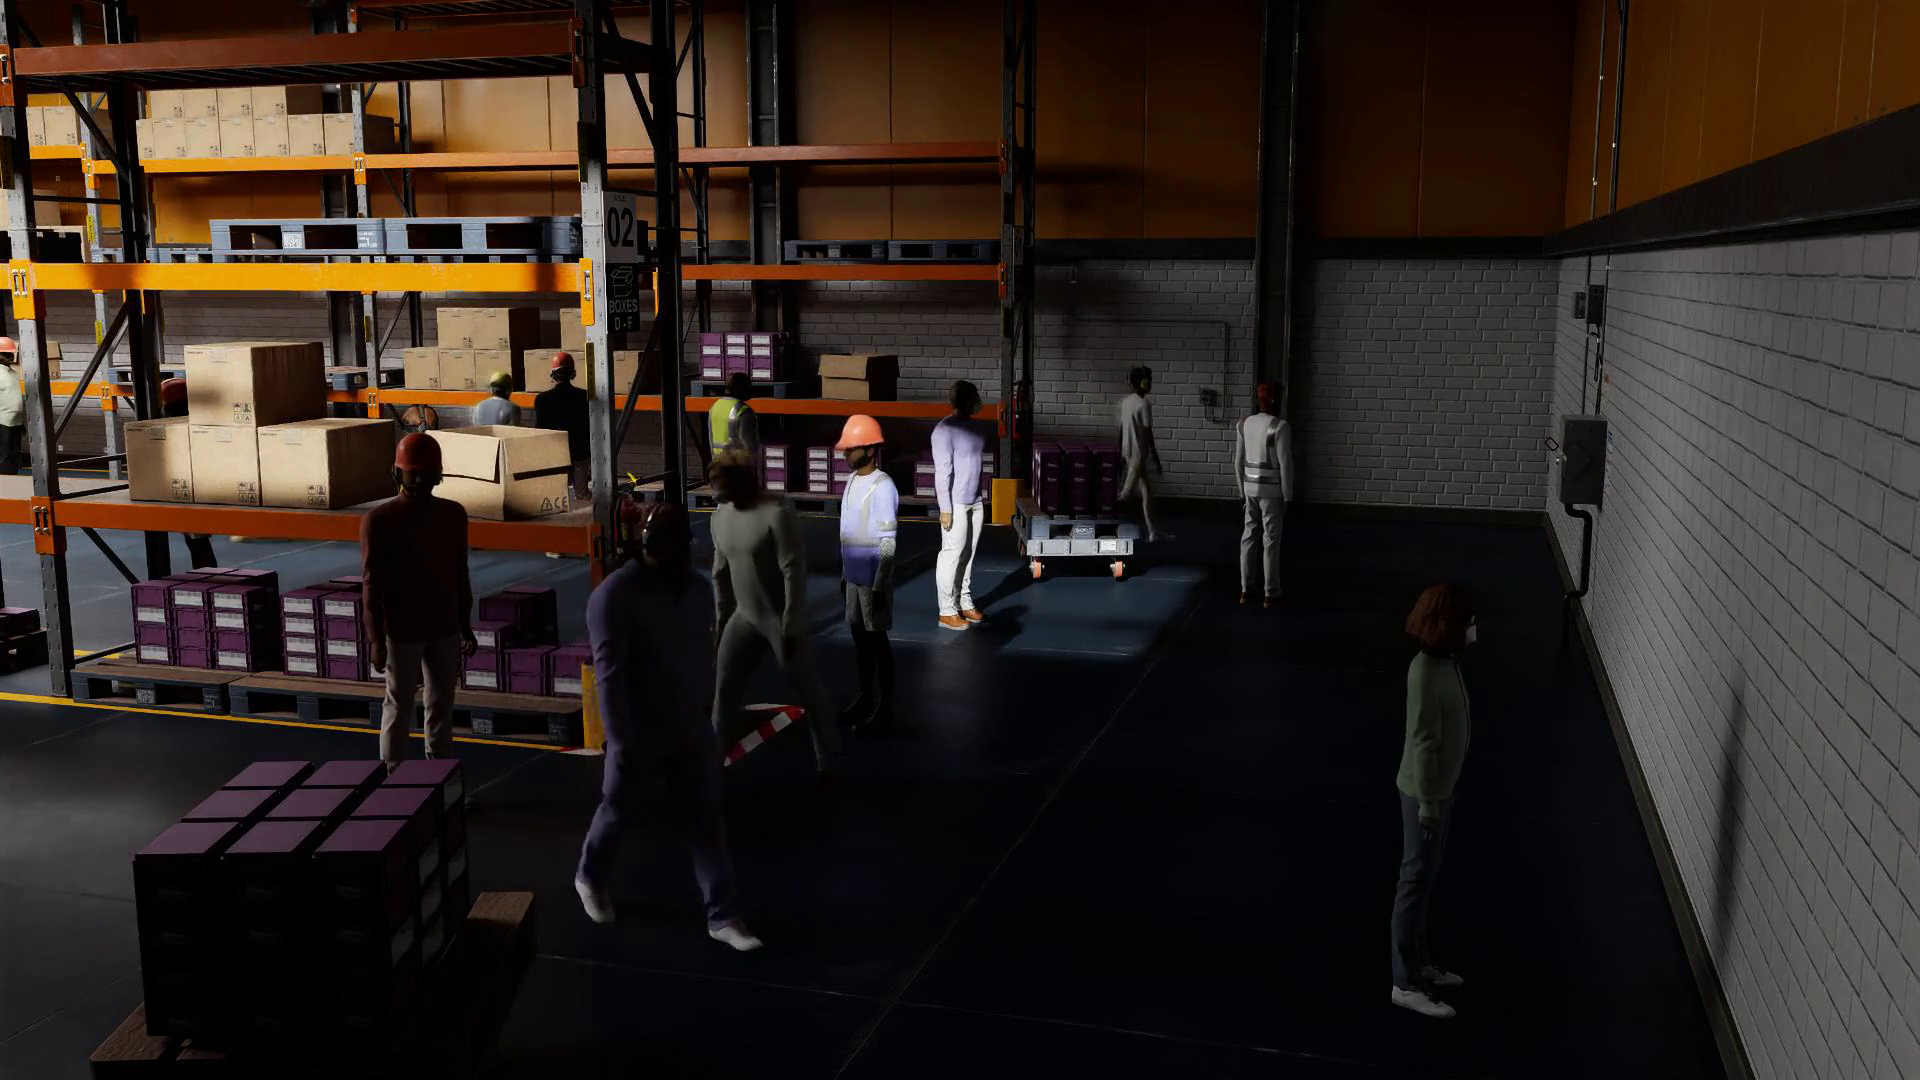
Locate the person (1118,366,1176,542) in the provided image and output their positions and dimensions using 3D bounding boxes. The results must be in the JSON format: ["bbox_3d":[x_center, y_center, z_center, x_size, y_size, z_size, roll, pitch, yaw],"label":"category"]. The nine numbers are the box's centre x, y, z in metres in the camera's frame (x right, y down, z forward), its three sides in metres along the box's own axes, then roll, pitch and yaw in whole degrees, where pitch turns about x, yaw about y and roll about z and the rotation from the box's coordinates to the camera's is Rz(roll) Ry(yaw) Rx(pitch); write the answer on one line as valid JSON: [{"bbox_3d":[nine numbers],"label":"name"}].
[{"bbox_3d":[1.746,-0.839,16.753,0.963,1.832,0.523,-3,10,-17],"label":"person"}]

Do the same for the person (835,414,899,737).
[{"bbox_3d":[-0.578,0.208,10.024,0.355,1.938,0.544,-5,11,-30],"label":"person"}]

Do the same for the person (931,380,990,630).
[{"bbox_3d":[0.016,-0.279,12.985,0.358,1.939,0.636,5,11,30],"label":"person"}]

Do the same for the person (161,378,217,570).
[{"bbox_3d":[-6.209,-0.339,13.388,0.369,1.929,0.542,-8,12,-39],"label":"person"}]

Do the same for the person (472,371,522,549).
[{"bbox_3d":[-4.626,-0.816,16.802,0.630,1.764,0.967,4,10,22],"label":"person"}]

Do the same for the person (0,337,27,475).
[{"bbox_3d":[-11.234,-1.399,19.641,0.397,1.992,0.621,0,9,-1],"label":"person"}]

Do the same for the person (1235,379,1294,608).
[{"bbox_3d":[2.535,-0.384,13.787,0.353,1.887,0.572,-7,12,-37],"label":"person"}]

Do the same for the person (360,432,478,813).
[{"bbox_3d":[-2.708,0.447,8.403,0.392,1.991,0.612,7,12,38],"label":"person"}]

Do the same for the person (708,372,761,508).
[{"bbox_3d":[-2.077,-0.651,15.568,0.429,1.837,0.632,-8,13,-42],"label":"person"}]

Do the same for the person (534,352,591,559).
[{"bbox_3d":[-3.805,-0.816,16.087,0.619,1.994,0.381,-6,11,-30],"label":"person"}]

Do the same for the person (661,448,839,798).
[{"bbox_3d":[-1.048,0.450,8.720,0.698,1.869,0.872,7,12,38],"label":"person"}]

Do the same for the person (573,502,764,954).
[{"bbox_3d":[-1.285,0.754,6.944,0.986,1.862,0.651,9,13,43],"label":"person"}]

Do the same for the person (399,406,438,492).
[{"bbox_3d":[-3.796,-0.046,11.908,0.430,1.835,0.618,-2,10,-14],"label":"person"}]

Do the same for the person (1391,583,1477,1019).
[{"bbox_3d":[1.807,0.966,6.323,0.280,1.634,0.498,4,10,23],"label":"person"}]

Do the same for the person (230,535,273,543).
[{"bbox_3d":[-7.364,-0.879,17.086,0.504,1.800,0.657,-4,10,-23],"label":"person"}]
